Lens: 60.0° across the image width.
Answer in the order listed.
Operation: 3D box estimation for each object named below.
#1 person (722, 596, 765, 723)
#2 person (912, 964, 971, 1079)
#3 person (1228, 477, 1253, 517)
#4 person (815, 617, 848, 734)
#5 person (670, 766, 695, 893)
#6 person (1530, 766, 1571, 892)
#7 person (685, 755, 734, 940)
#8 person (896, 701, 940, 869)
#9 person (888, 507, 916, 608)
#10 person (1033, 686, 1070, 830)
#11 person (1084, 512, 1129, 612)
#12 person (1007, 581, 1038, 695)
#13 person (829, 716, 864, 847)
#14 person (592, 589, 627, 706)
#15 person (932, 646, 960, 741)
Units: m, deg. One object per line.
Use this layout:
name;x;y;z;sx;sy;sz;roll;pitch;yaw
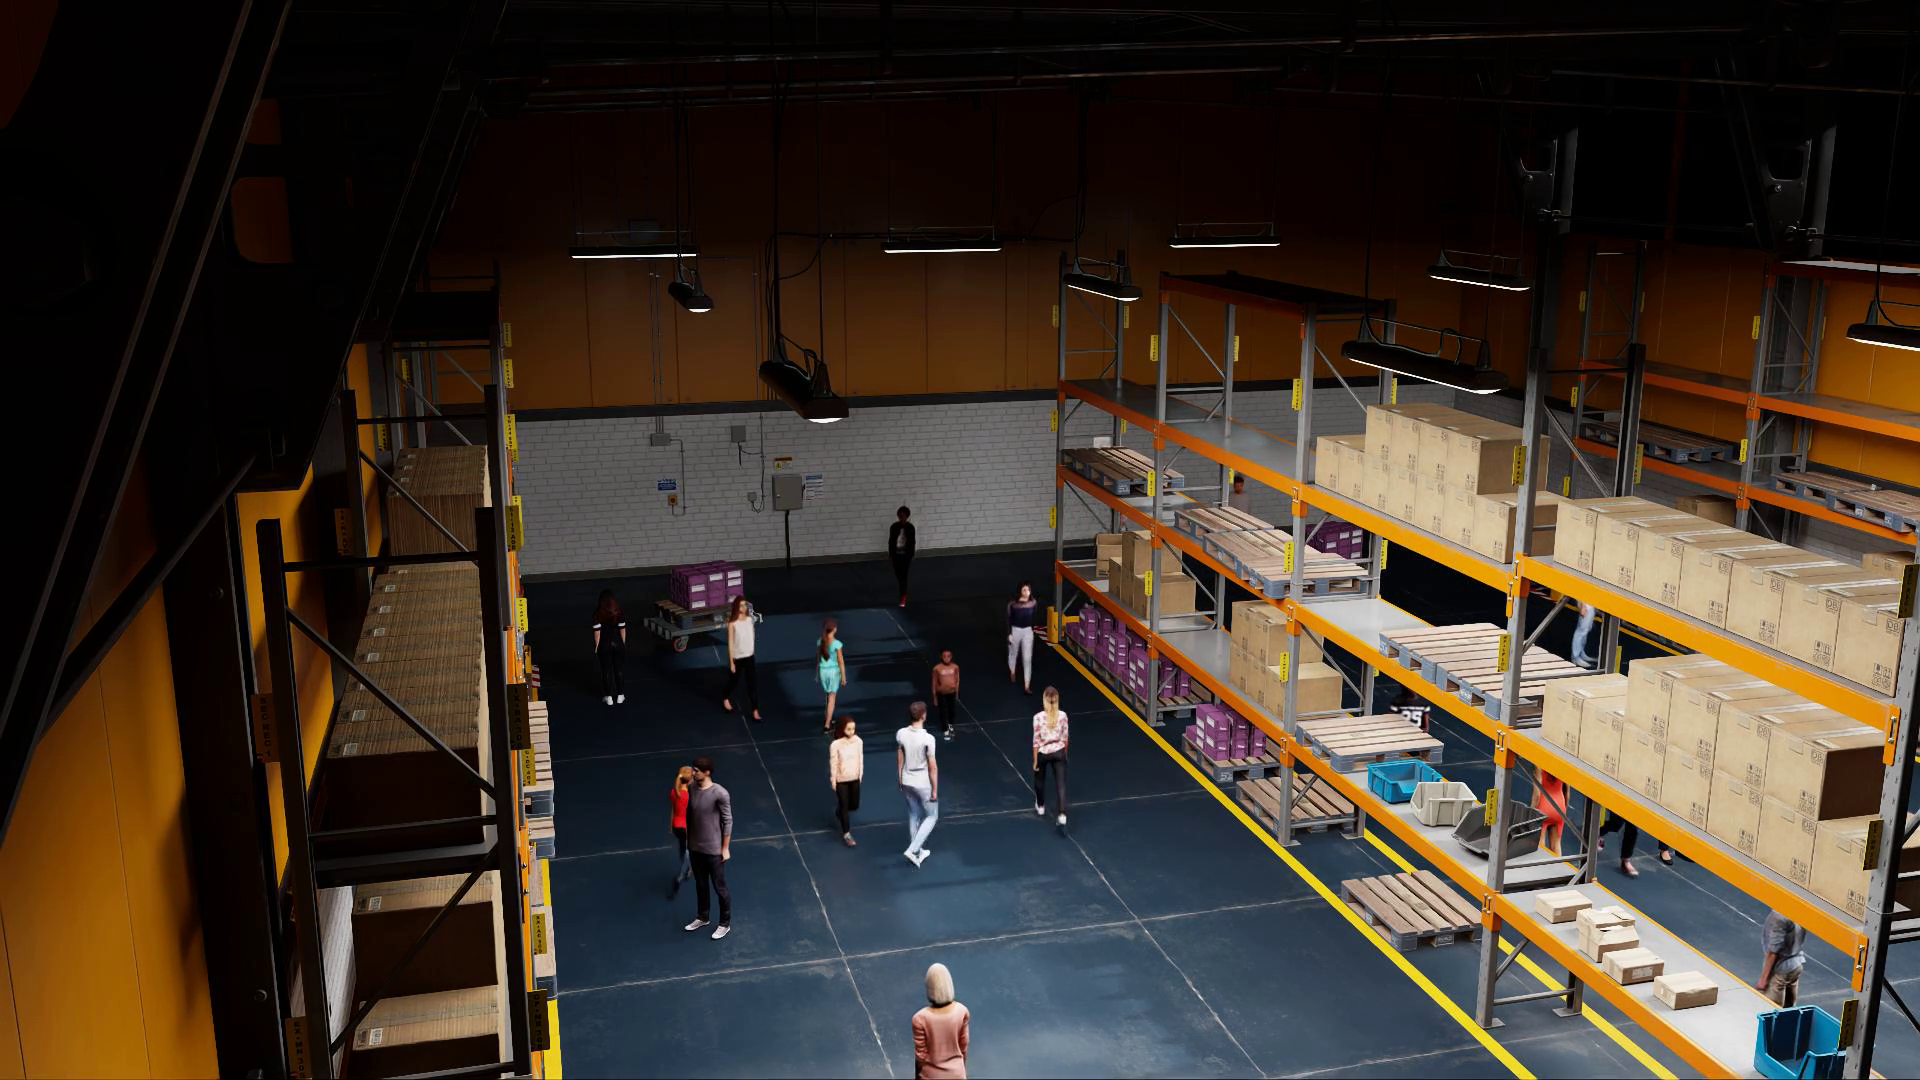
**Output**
person;-2.988;1.582;22.309;0.894;1.684;1.187;-10;17;-37
person;-0.137;3.965;12.382;0.617;1.723;0.540;-5;14;-20
person;4.945;-0.236;29.499;0.864;1.832;1.163;-2;14;-8
person;-1.744;1.781;21.777;0.690;1.546;0.750;8;16;29
person;-2.874;3.008;17.264;0.755;1.286;0.920;3;14;14
person;6.073;2.813;17.147;0.591;1.719;0.535;-3;14;-11
person;-2.455;2.964;16.243;0.715;1.851;0.792;9;16;32
person;-0.489;2.629;17.657;0.961;1.836;1.020;8;16;29
person;-0.976;0.250;27.903;0.859;1.639;1.168;2;14;7
person;1.045;2.479;18.779;0.650;1.599;1.119;-2;14;-8
person;2.441;0.372;26.848;1.207;1.898;1.319;3;14;12
person;0.832;1.359;23.489;0.655;1.561;1.110;-2;14;-10
person;-1.284;2.631;18.425;0.698;1.471;0.867;-8;16;-30
person;-4.815;1.459;22.913;0.625;1.638;0.609;-5;15;-21
person;-0.192;1.971;21.628;0.549;1.246;0.549;-2;14;-9
